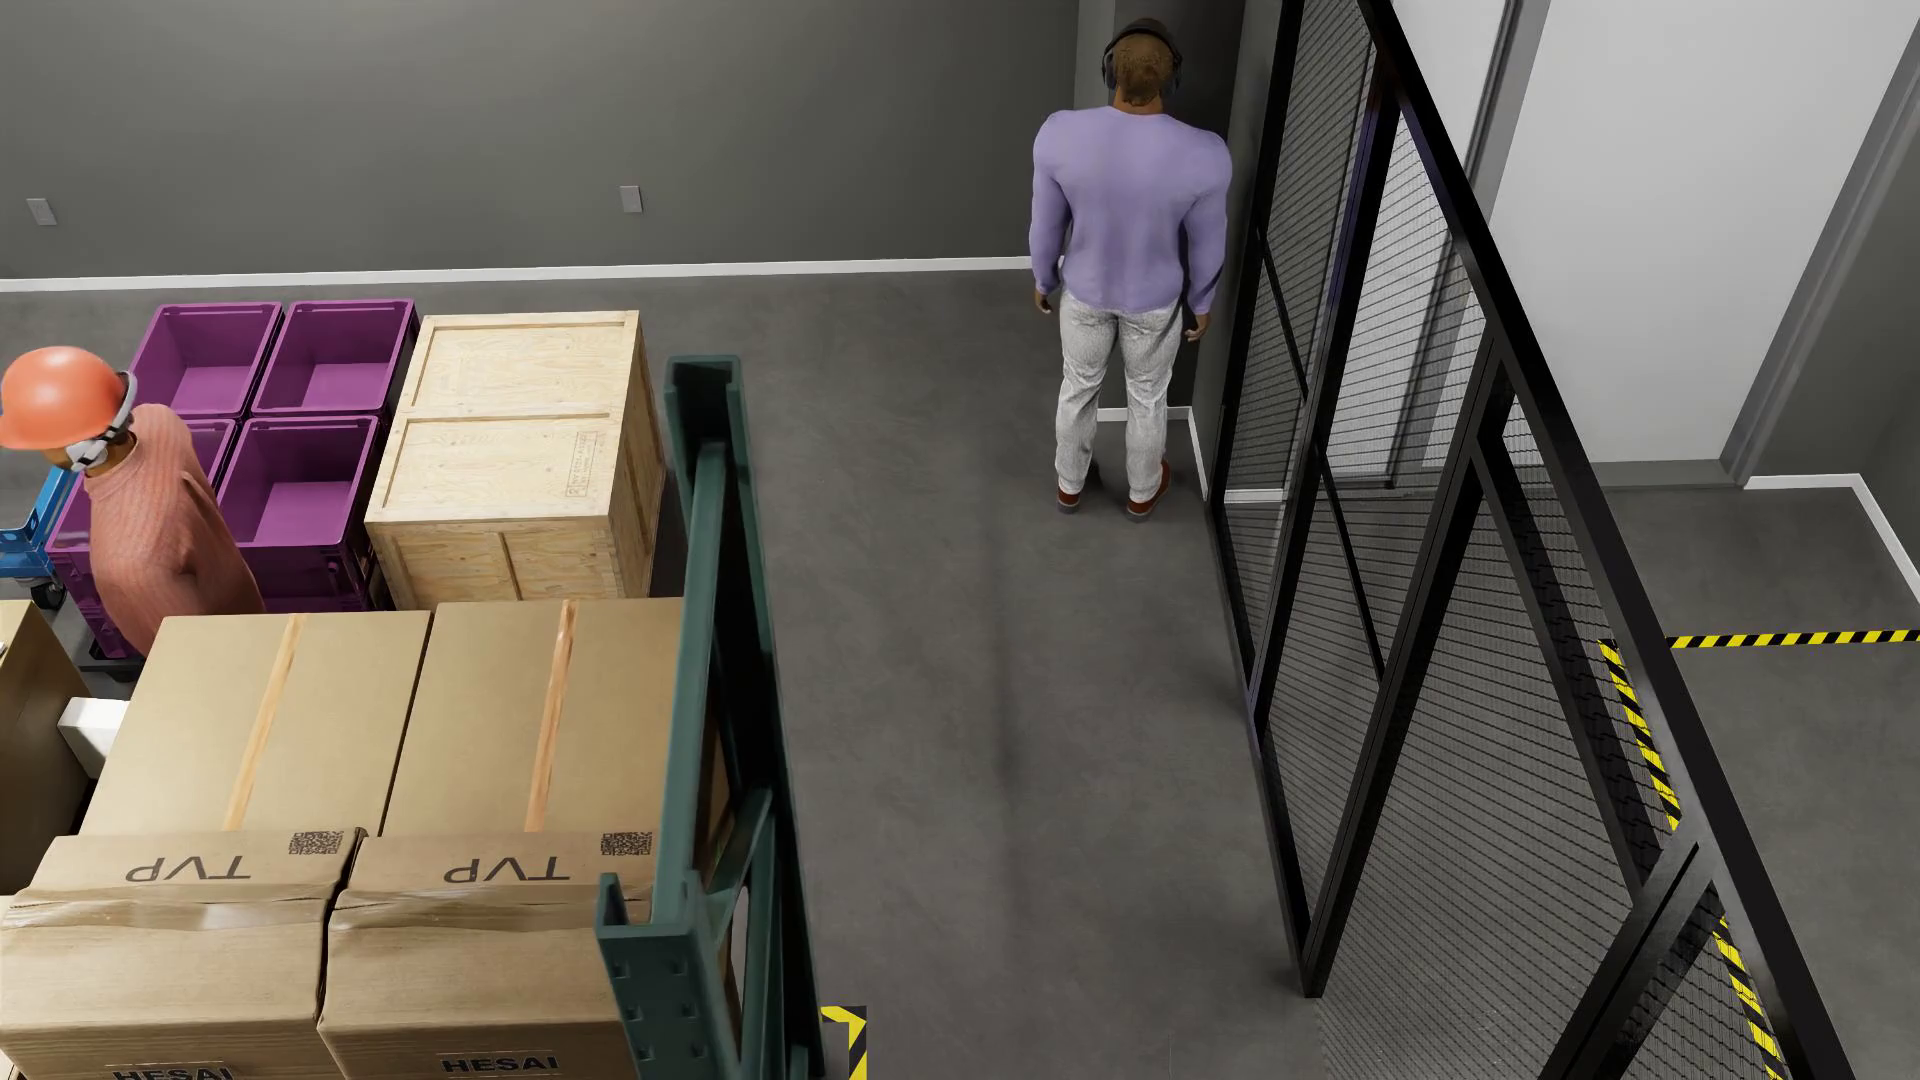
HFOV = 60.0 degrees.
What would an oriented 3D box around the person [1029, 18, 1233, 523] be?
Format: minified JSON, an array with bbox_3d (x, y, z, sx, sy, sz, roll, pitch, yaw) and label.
[{"bbox_3d":[0.546,-0.840,5.558,0.638,1.939,0.357,10,47,9],"label":"person"}]

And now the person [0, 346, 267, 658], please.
[{"bbox_3d":[-2.046,0.261,4.470,0.385,1.994,0.611,-12,47,-11],"label":"person"}]
